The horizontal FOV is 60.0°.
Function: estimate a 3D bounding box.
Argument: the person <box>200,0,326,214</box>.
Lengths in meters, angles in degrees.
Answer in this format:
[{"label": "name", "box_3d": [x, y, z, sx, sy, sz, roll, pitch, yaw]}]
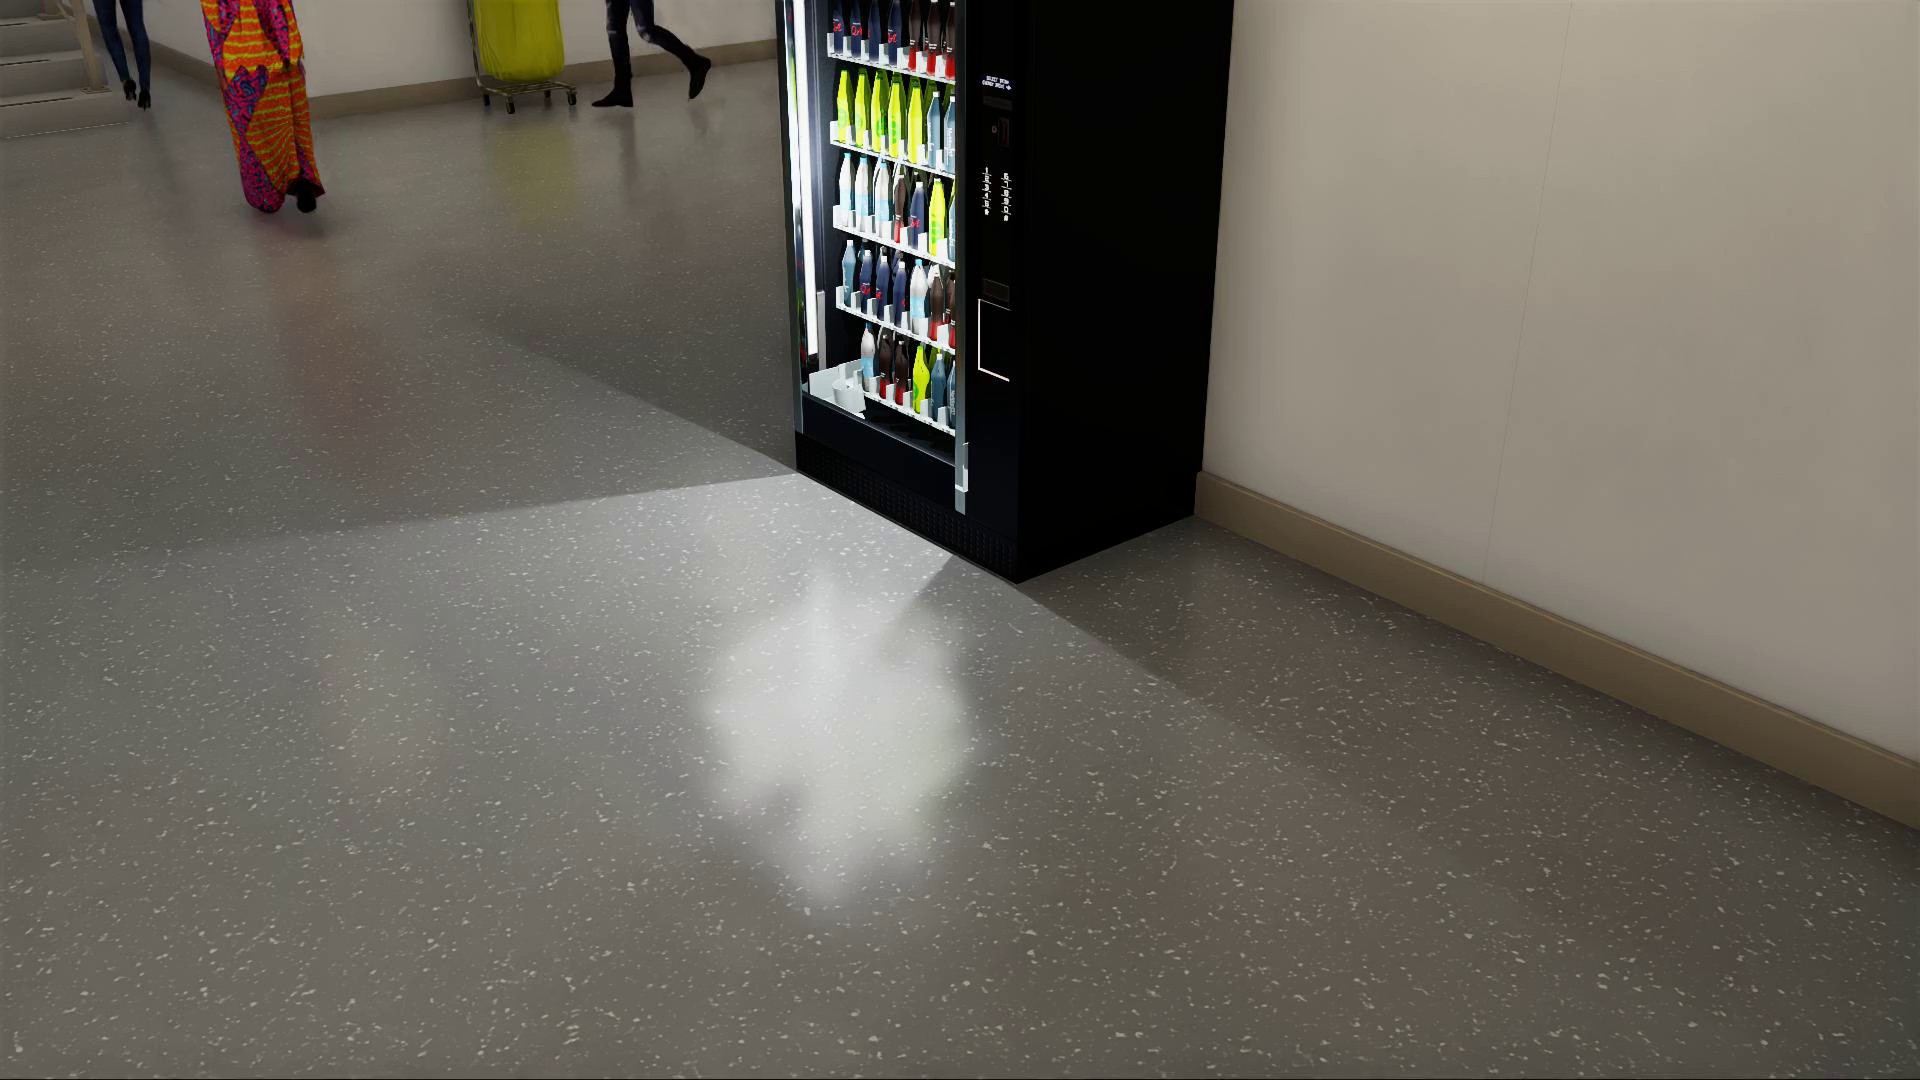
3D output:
[{"label": "person", "box_3d": [-3.777, -2.571, 8.990, 0.753, 1.651, 1.061, -15, 29, -28]}]

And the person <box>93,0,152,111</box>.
[{"label": "person", "box_3d": [-5.834, -3.889, 11.586, 0.616, 1.771, 0.650, -20, 32, -36]}]

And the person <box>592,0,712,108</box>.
[{"label": "person", "box_3d": [-2.208, -3.976, 11.653, 0.778, 1.870, 1.070, -17, 31, -31]}]
